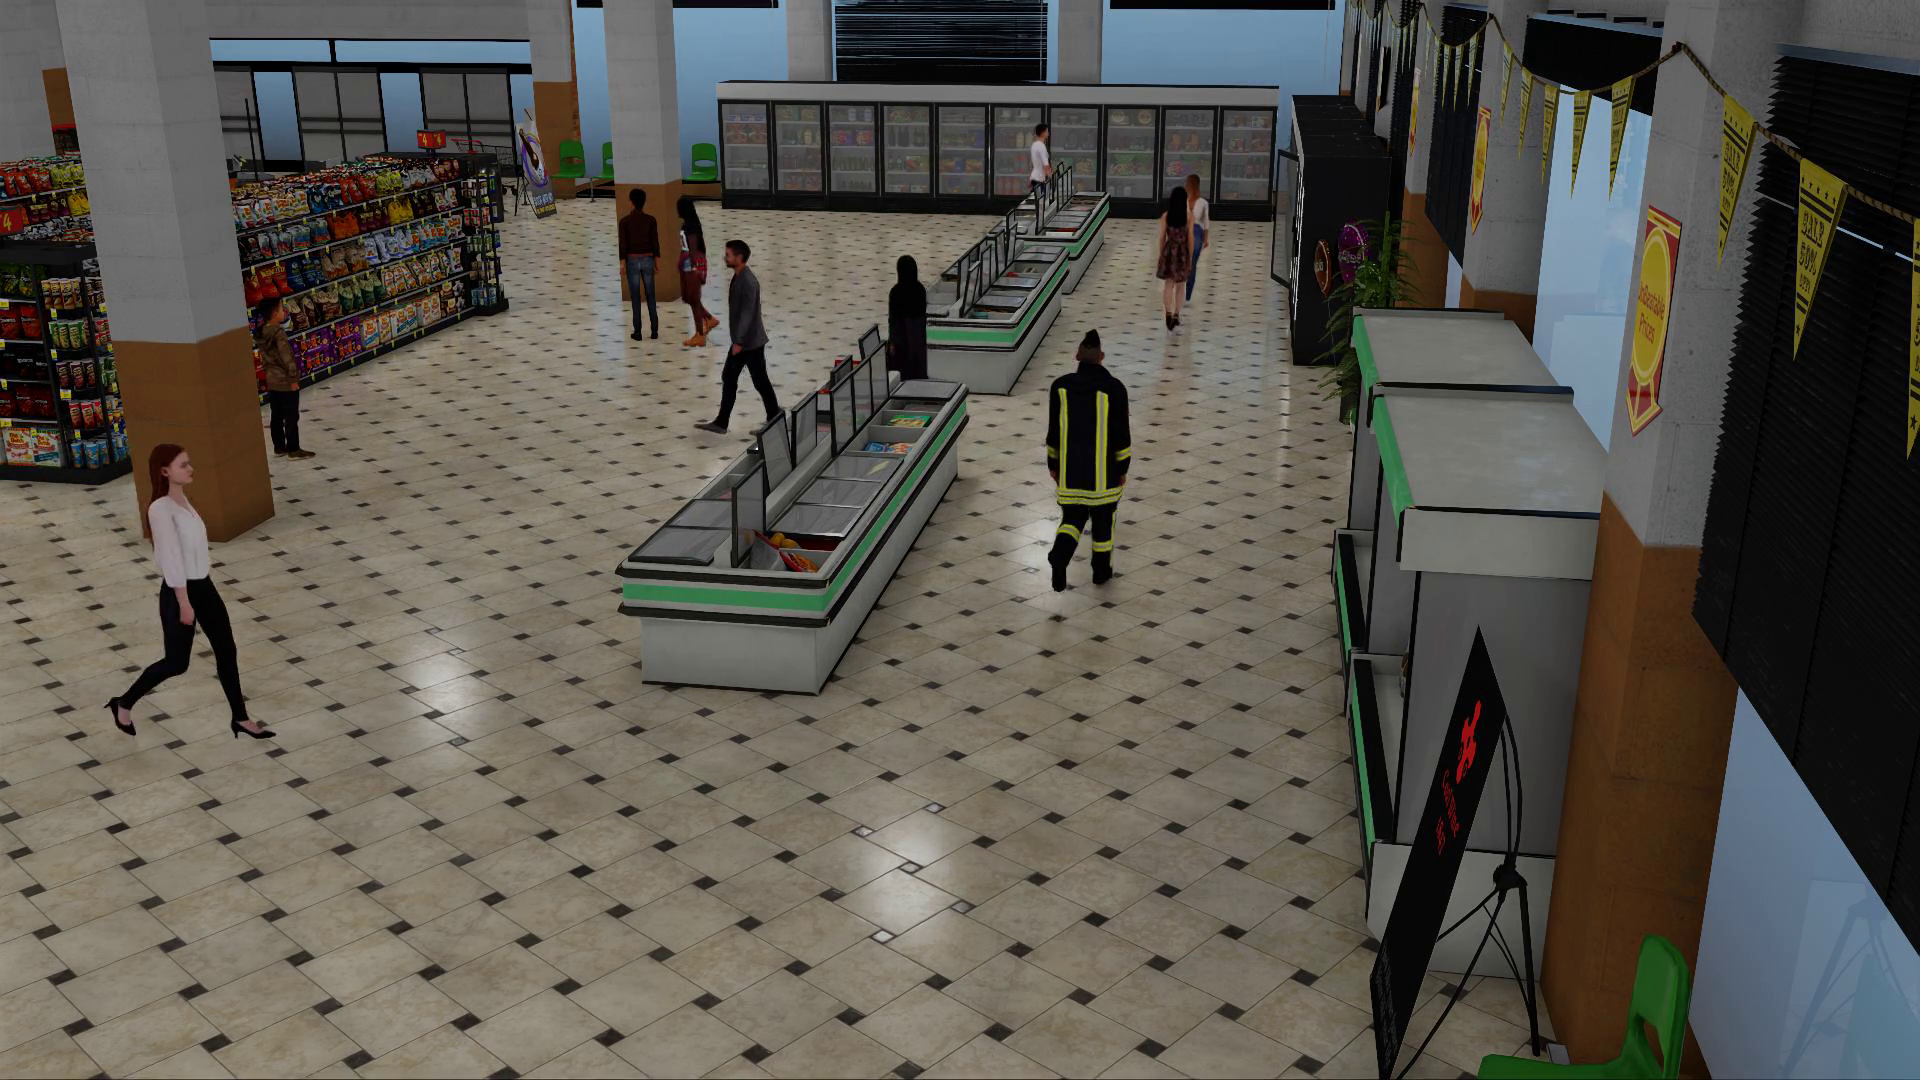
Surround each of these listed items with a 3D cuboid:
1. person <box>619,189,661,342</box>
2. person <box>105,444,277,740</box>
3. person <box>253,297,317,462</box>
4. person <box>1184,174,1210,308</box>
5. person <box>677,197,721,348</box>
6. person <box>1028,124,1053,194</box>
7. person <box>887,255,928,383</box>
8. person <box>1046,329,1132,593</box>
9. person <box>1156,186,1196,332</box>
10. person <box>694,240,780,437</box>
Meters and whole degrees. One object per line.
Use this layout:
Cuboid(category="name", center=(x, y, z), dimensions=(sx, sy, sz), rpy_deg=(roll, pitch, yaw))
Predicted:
Cuboid(category="person", center=(-3.800, -3.276, 19.770), dimensions=(0.723, 1.782, 0.724), rpy_deg=(-8, 20, -22))
Cuboid(category="person", center=(-4.316, 0.348, 9.098), dimensions=(0.866, 1.732, 1.104), rpy_deg=(-2, 19, -6))
Cuboid(category="person", center=(-6.066, -1.444, 14.847), dimensions=(0.675, 1.455, 0.698), rpy_deg=(13, 23, 34))
Cuboid(category="person", center=(3.005, -3.895, 21.726), dimensions=(0.614, 1.705, 0.626), rpy_deg=(4, 19, 11))
Cuboid(category="person", center=(-3.086, -3.148, 19.516), dimensions=(0.917, 1.701, 0.863), rpy_deg=(-11, 22, -30))
Cuboid(category="person", center=(1.234, -5.981, 27.755), dimensions=(1.068, 1.805, 1.246), rpy_deg=(-4, 19, -13))
Cuboid(category="person", center=(-0.472, -1.933, 16.061), dimensions=(0.957, 1.606, 1.031), rpy_deg=(-12, 22, -31))
Cuboid(category="person", center=(0.866, -0.516, 11.486), dimensions=(0.867, 1.844, 1.033), rpy_deg=(7, 20, 21))
Cuboid(category="person", center=(2.582, -3.324, 19.981), dimensions=(0.613, 1.738, 1.122), rpy_deg=(4, 19, 11))
Cuboid(category="person", center=(-1.885, -1.840, 15.424), dimensions=(1.068, 1.838, 1.089), rpy_deg=(-8, 20, -21))
